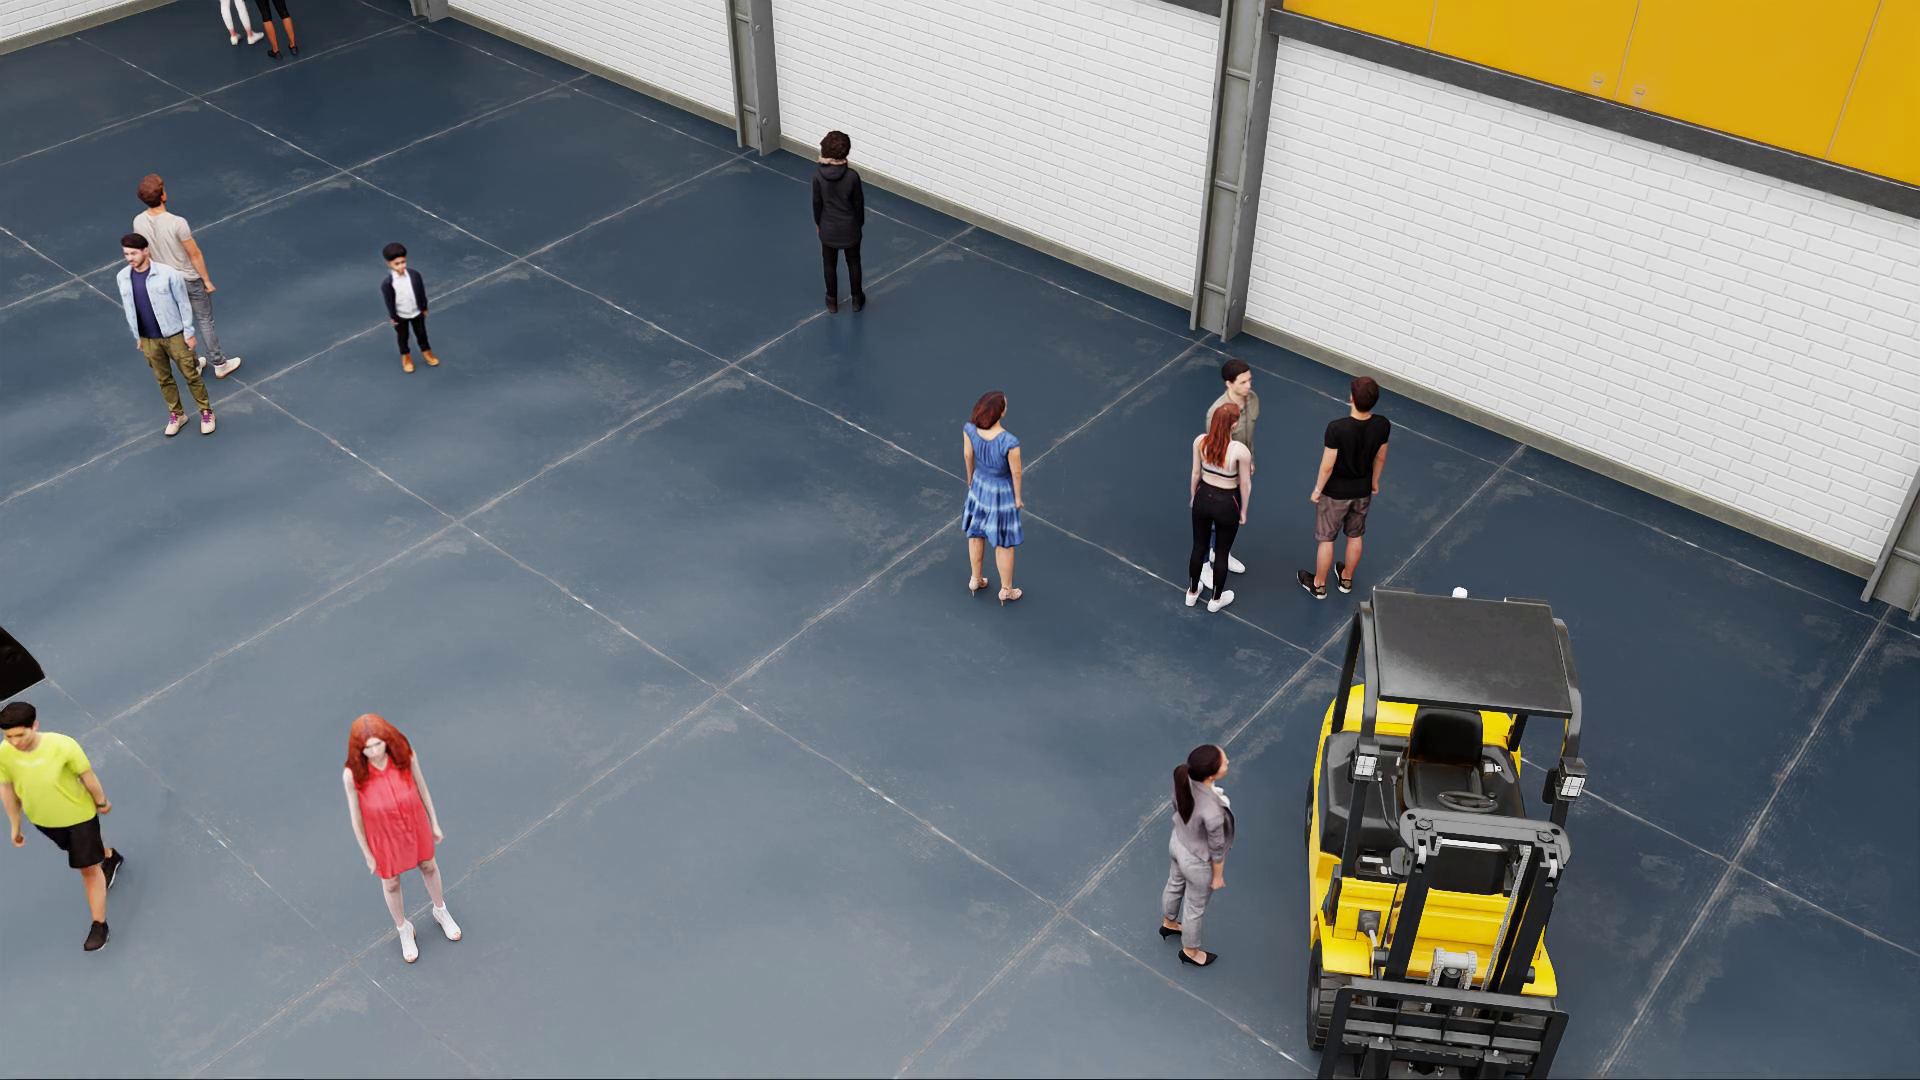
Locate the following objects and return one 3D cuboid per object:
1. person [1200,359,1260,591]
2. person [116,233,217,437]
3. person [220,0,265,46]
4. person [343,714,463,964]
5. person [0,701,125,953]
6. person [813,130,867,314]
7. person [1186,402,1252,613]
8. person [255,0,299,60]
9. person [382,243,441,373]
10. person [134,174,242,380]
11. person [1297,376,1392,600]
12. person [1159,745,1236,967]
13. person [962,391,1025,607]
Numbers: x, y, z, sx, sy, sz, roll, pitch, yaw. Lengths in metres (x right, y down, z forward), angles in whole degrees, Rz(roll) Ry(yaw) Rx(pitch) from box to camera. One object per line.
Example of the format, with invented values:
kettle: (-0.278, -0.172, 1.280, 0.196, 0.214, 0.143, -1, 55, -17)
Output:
person: (1.926, -0.507, 12.111, 0.600, 1.865, 0.710, 31, 48, 33)
person: (-6.528, -1.689, 13.634, 0.747, 1.812, 0.813, -2, 39, -3)
person: (-8.933, -6.887, 20.225, 0.660, 1.709, 0.748, 2, 39, 3)
person: (-3.177, 1.667, 9.419, 0.643, 1.828, 0.599, -23, 44, -26)
person: (-5.237, 1.520, 9.736, 1.083, 1.662, 1.110, -1, 39, -1)
person: (-1.092, -2.881, 15.151, 0.729, 1.781, 0.798, -1, 39, -1)
person: (1.825, -0.236, 11.871, 0.494, 1.742, 0.679, 20, 43, 23)
person: (-8.312, -6.657, 19.907, 0.641, 1.748, 0.595, -28, 46, -30)
person: (-4.849, -2.048, 14.558, 0.561, 1.220, 0.555, -20, 43, -23)
person: (-6.682, -2.238, 14.252, 0.703, 1.898, 0.798, 2, 39, 3)
person: (2.777, -0.370, 11.942, 0.767, 1.862, 0.788, -9, 40, -11)
person: (1.324, 1.775, 9.403, 0.774, 1.679, 0.672, -16, 41, -19)
person: (0.243, -0.297, 11.896, 0.545, 1.806, 0.754, 22, 43, 25)
